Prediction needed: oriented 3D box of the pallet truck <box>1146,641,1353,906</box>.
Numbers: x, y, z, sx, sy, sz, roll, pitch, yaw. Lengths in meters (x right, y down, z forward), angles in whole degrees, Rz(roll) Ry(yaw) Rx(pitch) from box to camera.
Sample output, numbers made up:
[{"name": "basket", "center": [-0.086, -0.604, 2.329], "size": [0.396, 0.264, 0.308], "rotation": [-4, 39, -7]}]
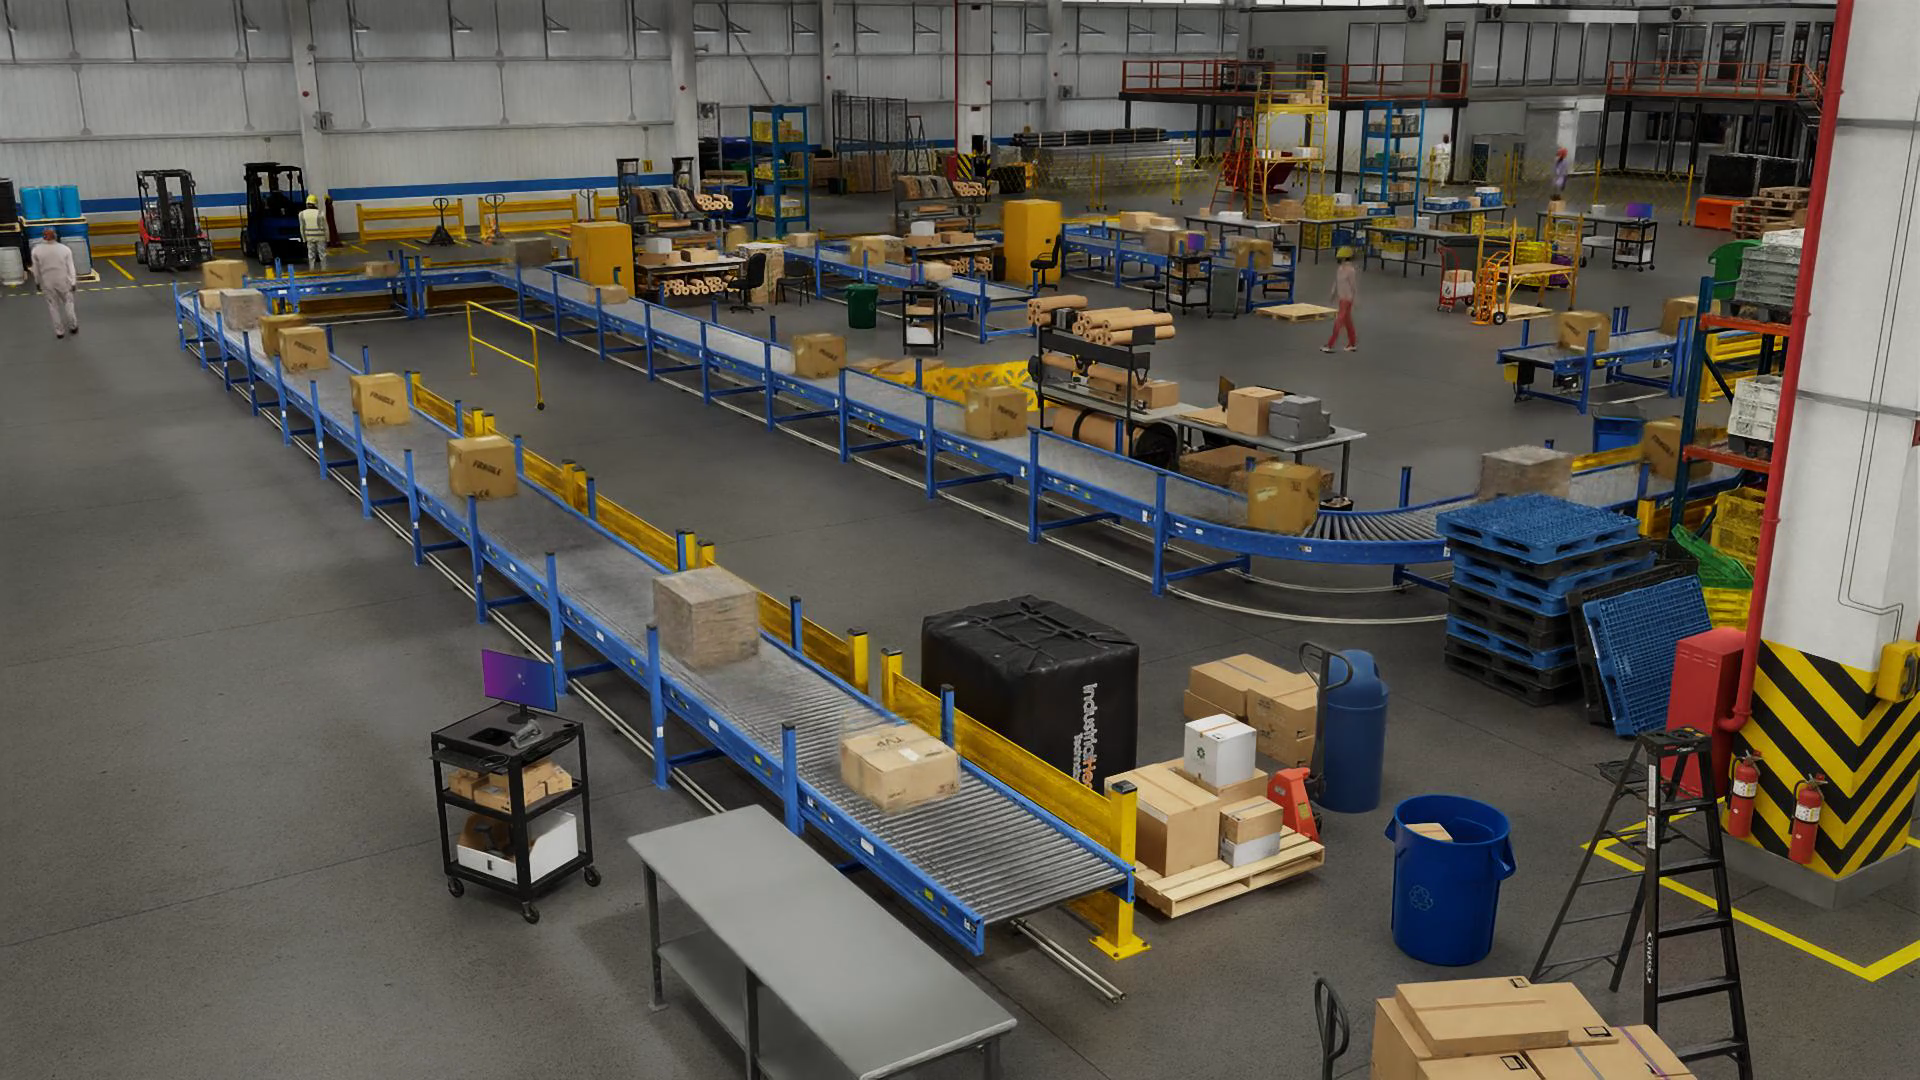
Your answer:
[{"name": "pallet truck", "center": [1.664, 1.407, 10.232], "size": [1.630, 1.274, 0.653], "rotation": [-10, 20, -31]}]

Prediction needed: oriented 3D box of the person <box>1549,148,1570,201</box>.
[{"name": "person", "center": [17.284, -10.336, 48.129], "size": [0.521, 1.990, 0.734], "rotation": [-8, 19, -26]}]

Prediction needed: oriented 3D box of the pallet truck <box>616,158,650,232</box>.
[{"name": "pallet truck", "center": [-8.918, -9.176, 44.255], "size": [0.823, 1.965, 1.885], "rotation": [-9, 19, -27]}]

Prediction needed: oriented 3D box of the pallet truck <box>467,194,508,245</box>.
[{"name": "pallet truck", "center": [-11.983, -8.177, 42.137], "size": [0.704, 1.261, 1.522], "rotation": [-11, 20, -33]}]

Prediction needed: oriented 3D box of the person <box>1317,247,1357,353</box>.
[{"name": "person", "center": [6.196, -3.912, 27.197], "size": [0.865, 1.728, 0.553], "rotation": [-4, 17, -13]}]

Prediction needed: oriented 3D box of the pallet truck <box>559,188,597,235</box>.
[{"name": "pallet truck", "center": [-10.010, -8.652, 43.699], "size": [0.653, 1.274, 1.630], "rotation": [-10, 20, -31]}]

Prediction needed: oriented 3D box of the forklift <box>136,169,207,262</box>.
[{"name": "forklift", "center": [-17.842, -7.318, 37.559], "size": [1.157, 1.987, 2.680], "rotation": [-10, 20, -31]}]

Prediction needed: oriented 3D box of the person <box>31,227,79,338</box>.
[{"name": "person", "center": [-15.654, -4.468, 28.808], "size": [0.663, 1.863, 0.936], "rotation": [-7, 18, -22]}]

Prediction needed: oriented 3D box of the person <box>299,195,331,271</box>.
[{"name": "person", "center": [-13.642, -6.385, 35.249], "size": [0.601, 1.830, 0.404], "rotation": [0, 17, -1]}]

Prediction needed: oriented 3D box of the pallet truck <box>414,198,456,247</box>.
[{"name": "pallet truck", "center": [-13.250, -8.060, 41.856], "size": [0.680, 1.201, 1.601], "rotation": [-10, 20, -31]}]

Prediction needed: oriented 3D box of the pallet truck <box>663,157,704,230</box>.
[{"name": "pallet truck", "center": [-7.586, -9.308, 44.692], "size": [0.823, 1.965, 1.885], "rotation": [-11, 20, -33]}]

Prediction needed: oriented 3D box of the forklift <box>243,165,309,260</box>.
[{"name": "forklift", "center": [-15.898, -7.669, 38.708], "size": [1.157, 1.987, 2.680], "rotation": [-11, 20, -33]}]

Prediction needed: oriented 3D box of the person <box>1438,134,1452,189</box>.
[{"name": "person", "center": [16.722, -13.058, 57.383], "size": [0.613, 1.872, 0.432], "rotation": [-9, 19, -27]}]

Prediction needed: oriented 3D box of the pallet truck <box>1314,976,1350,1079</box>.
[{"name": "pallet truck", "center": [2.299, 2.390, 7.086], "size": [1.601, 1.201, 0.680], "rotation": [-2, 17, -7]}]
